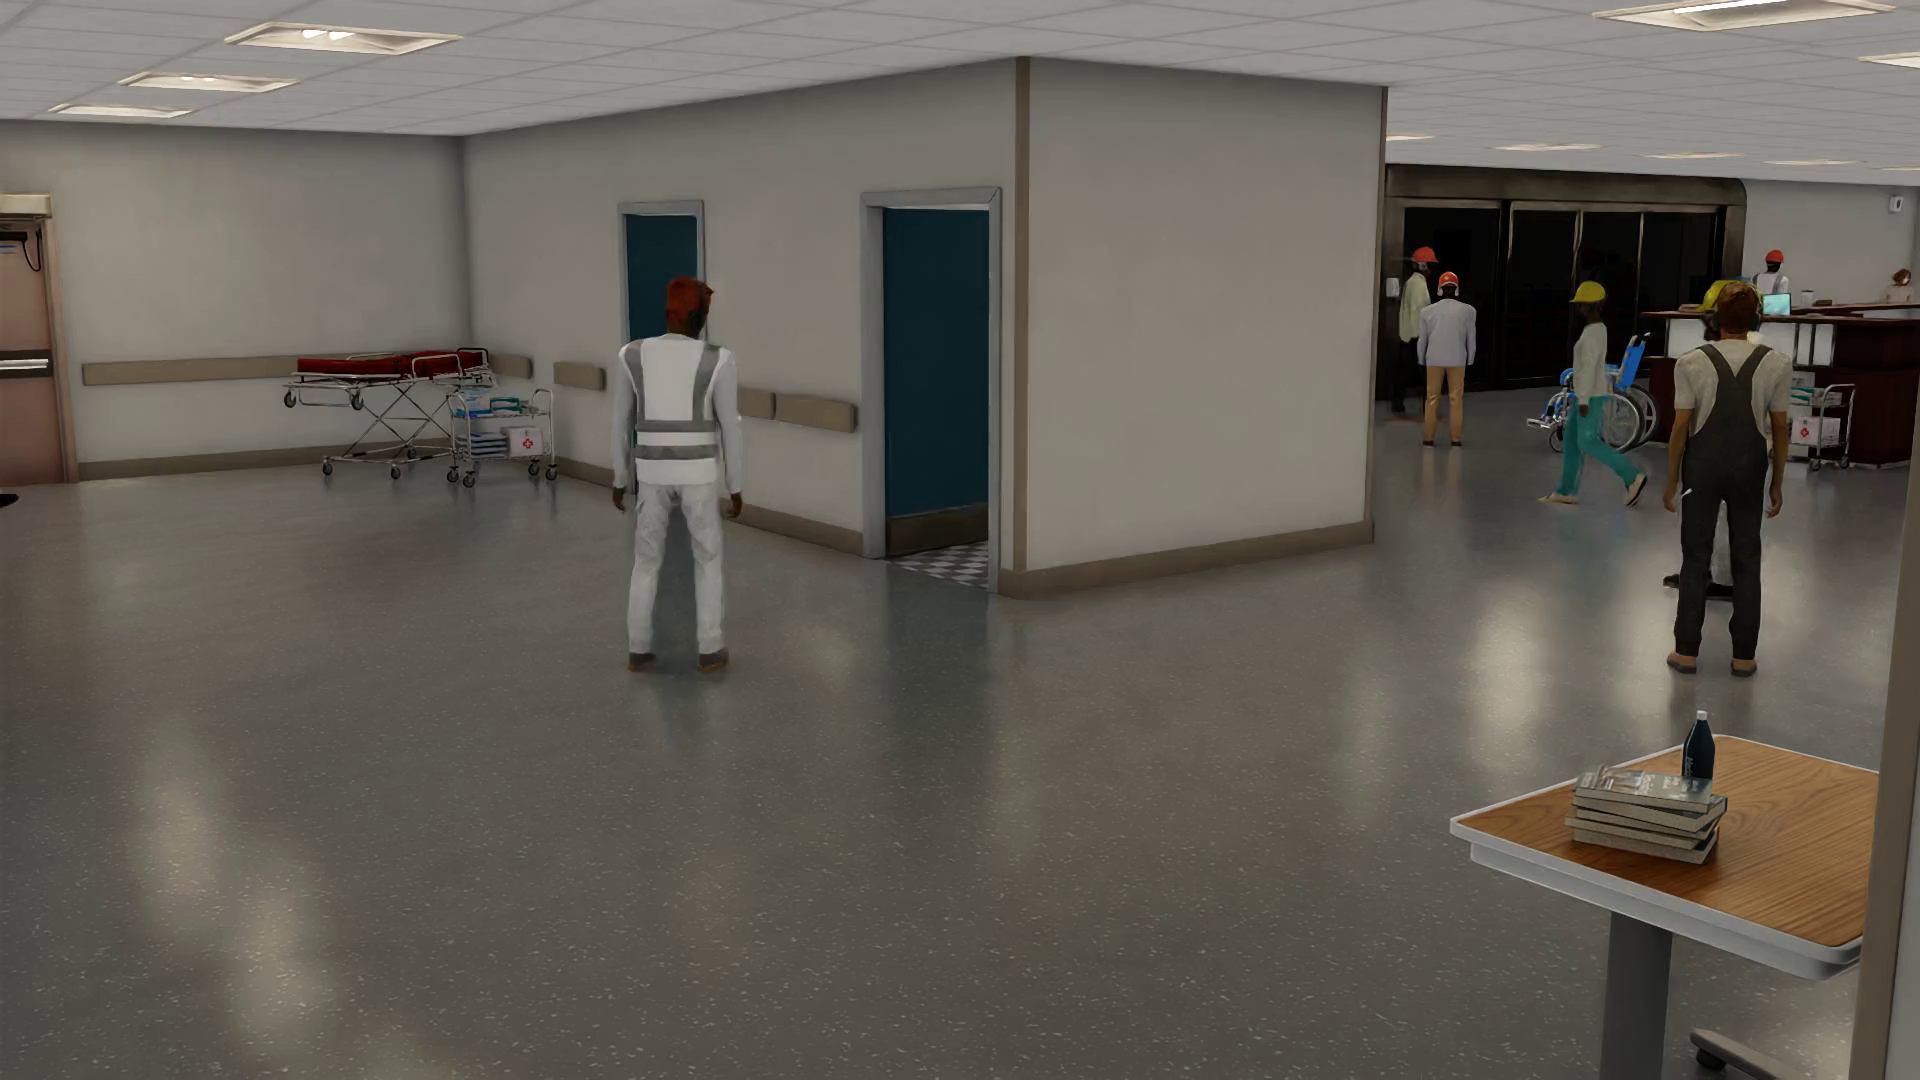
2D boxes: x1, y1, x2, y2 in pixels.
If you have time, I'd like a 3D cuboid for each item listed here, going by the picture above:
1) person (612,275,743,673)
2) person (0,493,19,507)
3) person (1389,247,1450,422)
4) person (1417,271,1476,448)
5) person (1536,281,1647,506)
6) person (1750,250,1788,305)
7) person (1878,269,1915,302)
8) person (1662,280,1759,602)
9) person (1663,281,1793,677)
[{"bbox_3d":[-1.341,-0.295,7.824,0.645,1.869,0.348,1,10,5],"label":"person"},{"bbox_3d":[-7.847,-1.152,12.625,1.039,1.883,0.549,-3,11,-17],"label":"person"},{"bbox_3d":[5.272,-2.314,18.813,0.804,1.966,0.634,1,10,5],"label":"person"},{"bbox_3d":[4.827,-1.787,16.524,0.564,1.743,0.352,3,11,17],"label":"person"},{"bbox_3d":[4.883,-1.108,12.744,0.737,1.746,0.528,4,11,23],"label":"person"},{"bbox_3d":[11.652,-3.209,23.991,0.381,1.934,0.546,-8,13,-37],"label":"person"},{"bbox_3d":[15.110,-3.582,26.974,0.628,1.607,0.291,2,10,14],"label":"person"},{"bbox_3d":[4.228,-0.554,9.425,0.591,1.812,0.605,5,11,27],"label":"person"},{"bbox_3d":[3.575,-0.277,7.780,0.517,1.843,0.325,3,11,17],"label":"person"}]
